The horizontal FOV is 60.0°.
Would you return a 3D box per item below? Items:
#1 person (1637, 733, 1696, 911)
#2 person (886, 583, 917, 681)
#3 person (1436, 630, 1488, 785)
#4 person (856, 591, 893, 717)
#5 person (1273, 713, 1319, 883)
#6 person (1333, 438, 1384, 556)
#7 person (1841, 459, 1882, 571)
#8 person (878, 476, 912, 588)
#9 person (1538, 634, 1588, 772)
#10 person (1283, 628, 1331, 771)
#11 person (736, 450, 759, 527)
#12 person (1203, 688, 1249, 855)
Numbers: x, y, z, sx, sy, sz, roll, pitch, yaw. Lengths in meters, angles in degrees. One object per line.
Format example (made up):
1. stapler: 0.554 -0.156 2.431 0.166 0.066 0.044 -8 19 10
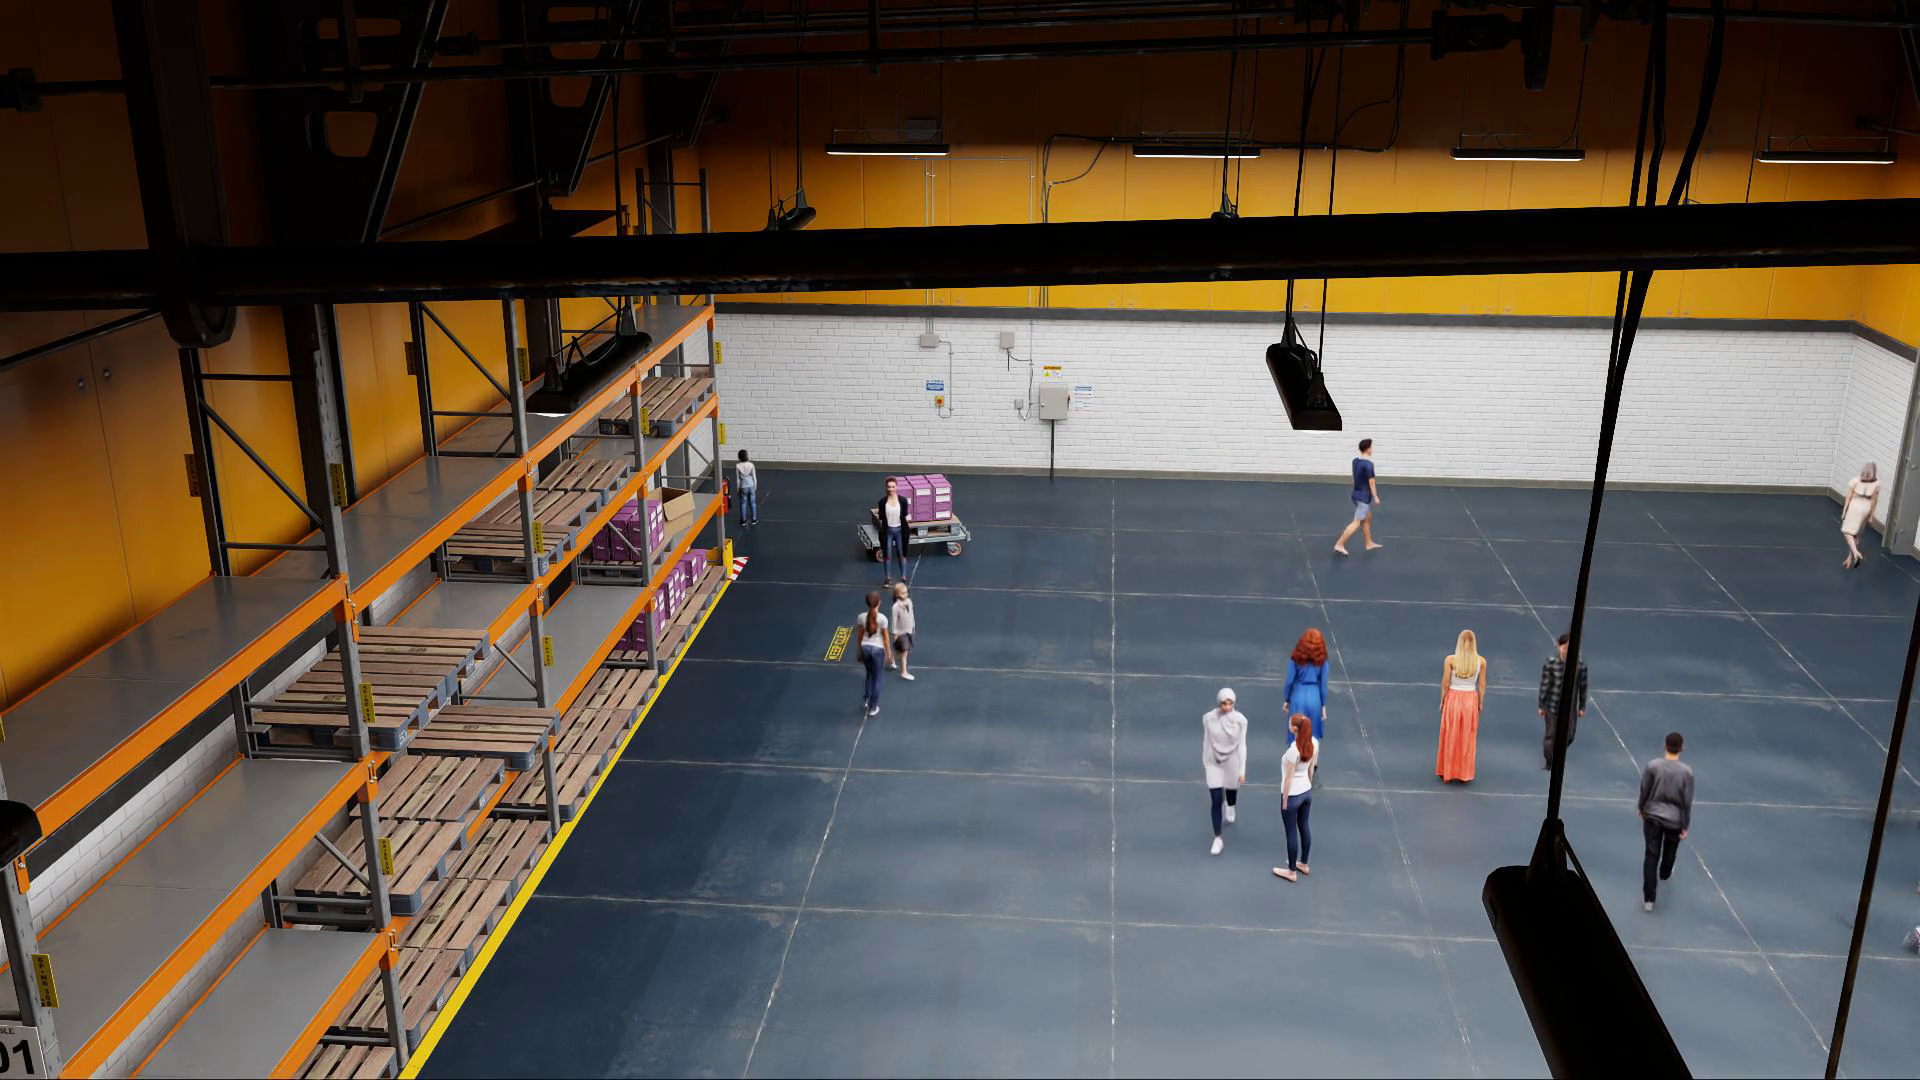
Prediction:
1. person: 6.697 2.709 15.853 0.919 1.726 1.166 10 21 27
2. person: -0.768 1.140 21.238 0.779 1.263 0.771 15 24 38
3. person: 5.521 1.836 18.325 0.637 1.803 0.594 3 19 10
4. person: -1.076 1.383 20.073 0.624 1.547 0.665 7 20 19
5. person: 3.342 2.520 16.397 0.632 1.736 0.689 -14 23 -36
6. person: 6.135 -0.634 25.640 0.941 1.816 1.161 -5 19 -14
7. person: 13.474 -0.338 24.901 0.642 1.726 0.874 3 19 9
8. person: -0.962 -0.115 24.311 0.644 1.680 0.568 0 19 0
9. person: 6.789 1.818 18.742 0.772 1.704 0.796 6 19 17
10. person: 3.768 1.900 18.174 0.797 1.778 1.050 6 19 16
11. person: -3.498 -0.867 27.203 0.524 1.260 0.547 -3 19 -8
12. person: 2.712 2.296 17.038 0.764 1.753 1.097 5 19 15
